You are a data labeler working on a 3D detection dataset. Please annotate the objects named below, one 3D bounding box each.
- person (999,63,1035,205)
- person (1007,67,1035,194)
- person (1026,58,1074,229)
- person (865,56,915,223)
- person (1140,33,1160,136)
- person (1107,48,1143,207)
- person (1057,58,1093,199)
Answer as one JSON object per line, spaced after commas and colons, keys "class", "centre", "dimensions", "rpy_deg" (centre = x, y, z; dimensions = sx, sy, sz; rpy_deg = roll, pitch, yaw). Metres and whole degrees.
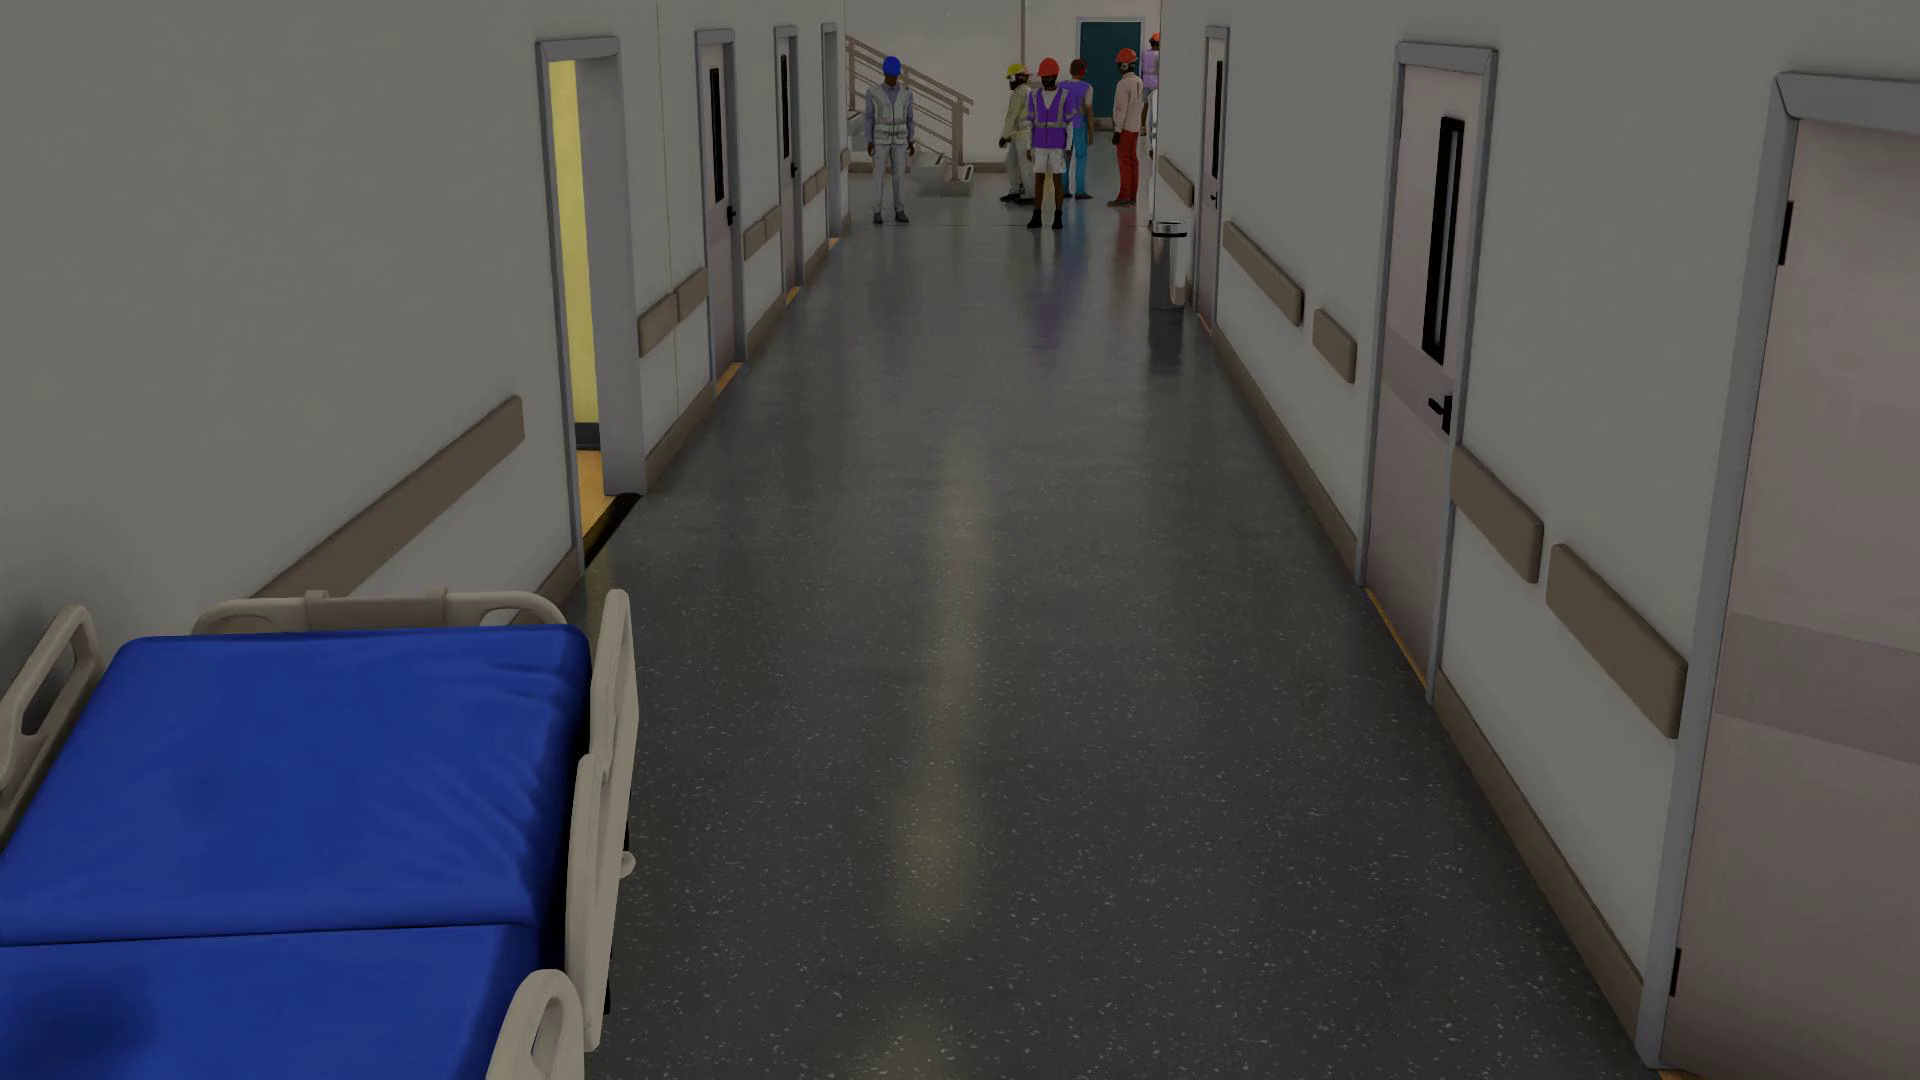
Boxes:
{"class": "person", "centre": [0.727, -5.258, 21.607], "dimensions": [0.627, 1.796, 0.621], "rpy_deg": [3, 18, 9]}
{"class": "person", "centre": [0.849, -5.660, 22.998], "dimensions": [0.516, 1.718, 0.581], "rpy_deg": [3, 18, 8]}
{"class": "person", "centre": [1.027, -4.574, 19.239], "dimensions": [0.550, 1.933, 0.375], "rpy_deg": [5, 18, 16]}
{"class": "person", "centre": [-0.829, -4.753, 19.796], "dimensions": [0.604, 1.939, 0.401], "rpy_deg": [-5, 18, -17]}
{"class": "person", "centre": [3.912, -9.189, 33.602], "dimensions": [0.410, 2.028, 0.618], "rpy_deg": [-17, 24, -42]}
{"class": "person", "centre": [2.140, -5.305, 21.440], "dimensions": [0.376, 1.996, 0.612], "rpy_deg": [9, 20, 26]}
{"class": "person", "centre": [1.527, -5.509, 22.331], "dimensions": [0.565, 1.844, 0.387], "rpy_deg": [13, 22, 35]}
